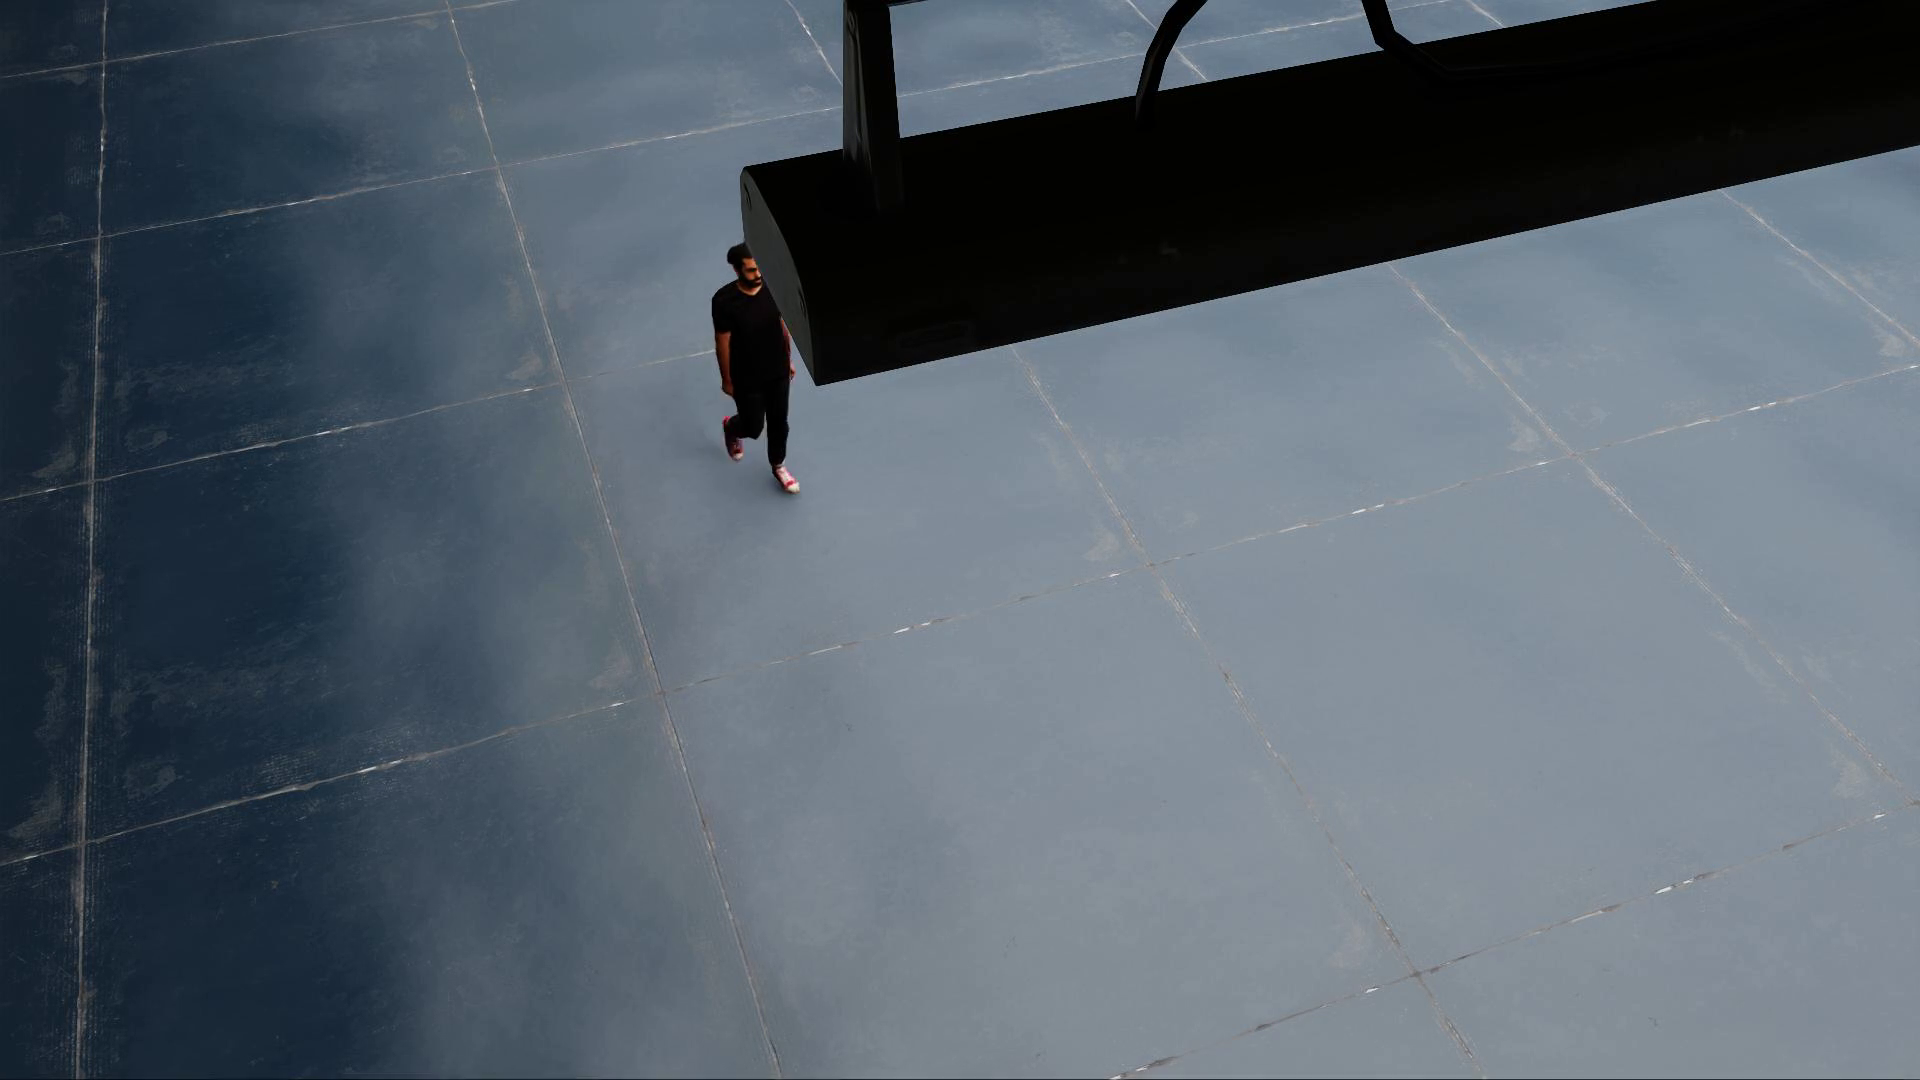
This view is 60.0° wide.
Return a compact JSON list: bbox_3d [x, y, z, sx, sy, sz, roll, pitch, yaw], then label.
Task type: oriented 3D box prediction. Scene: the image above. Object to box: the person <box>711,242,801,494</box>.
[{"bbox_3d":[-1.257,-1.069,10.019,0.777,1.744,0.940,-27,50,-26],"label":"person"}]
